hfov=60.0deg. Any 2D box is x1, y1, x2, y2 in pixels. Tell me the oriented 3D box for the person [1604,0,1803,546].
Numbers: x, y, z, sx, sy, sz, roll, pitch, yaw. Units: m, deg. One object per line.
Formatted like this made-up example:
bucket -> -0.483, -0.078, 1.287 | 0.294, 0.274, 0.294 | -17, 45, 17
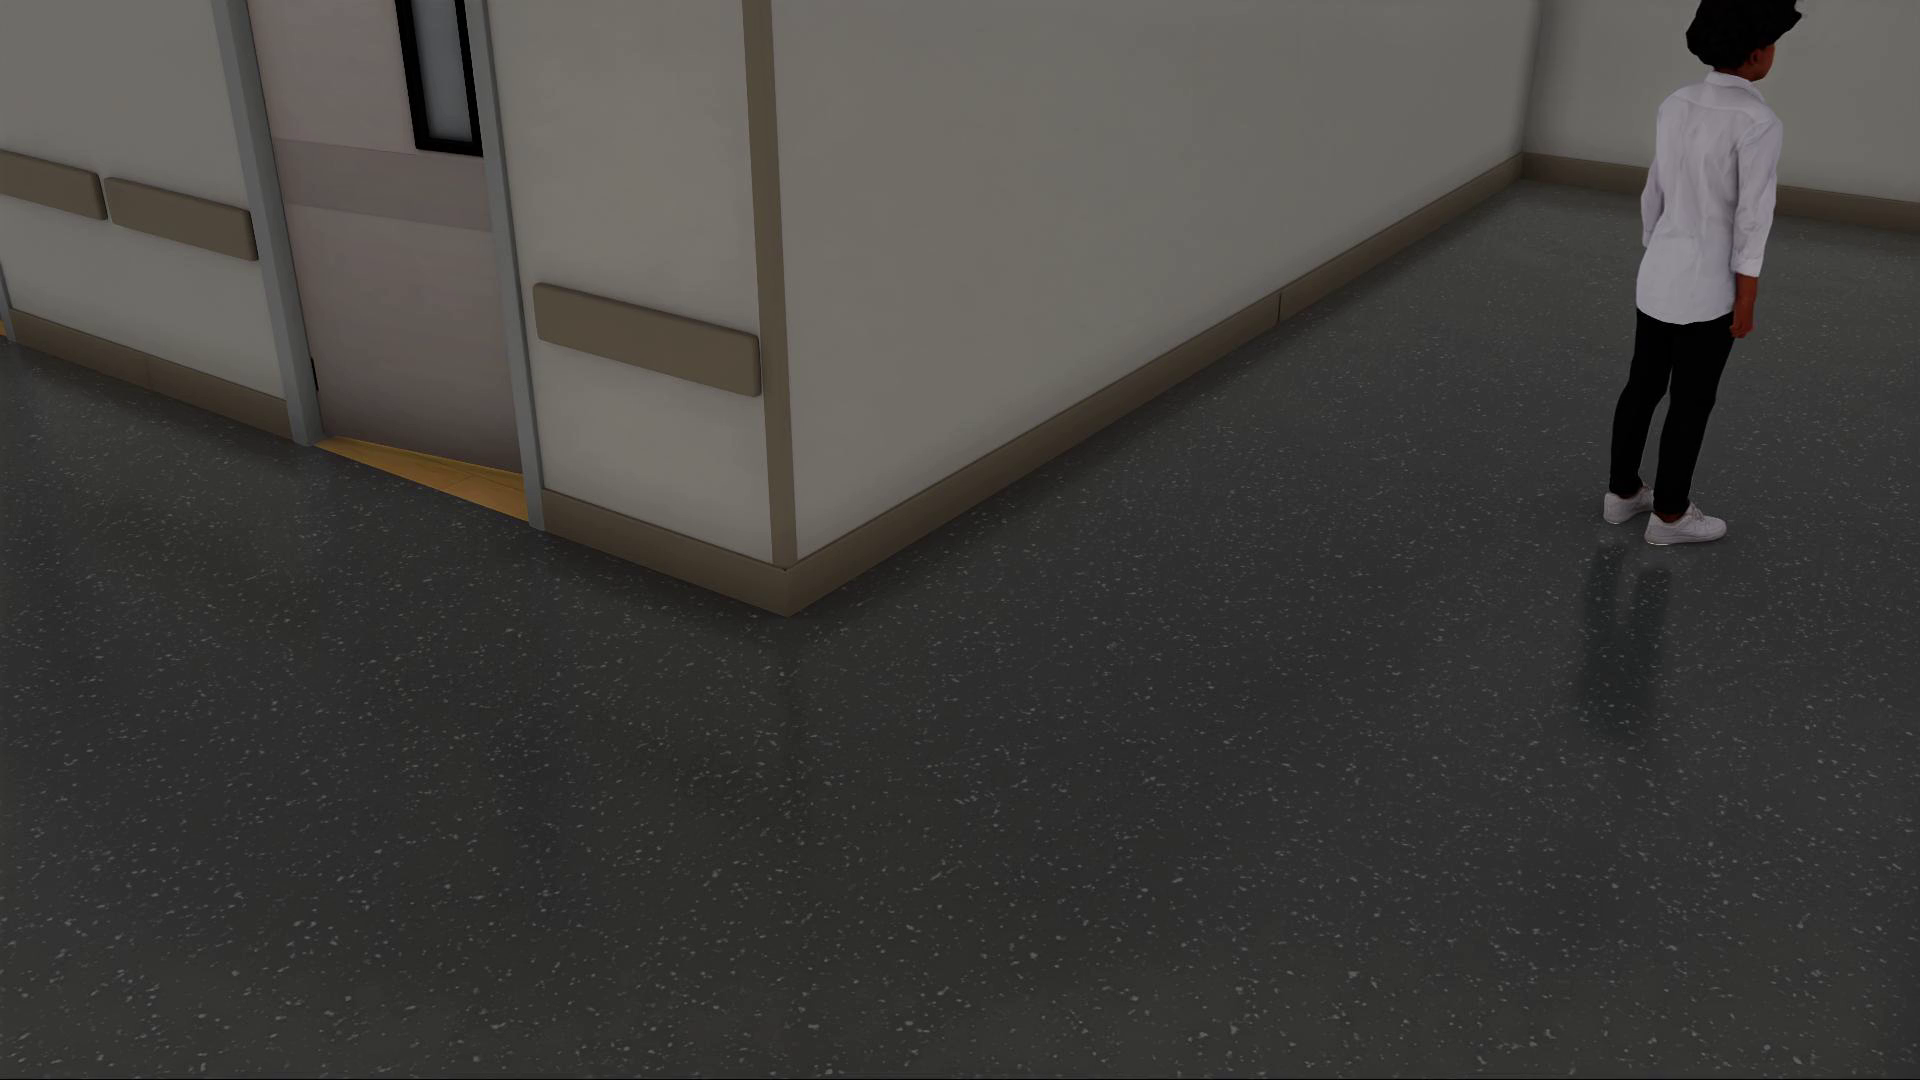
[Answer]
person -> 2.379, -0.872, 5.392 | 0.743, 1.809, 0.716 | -9, 27, -19
